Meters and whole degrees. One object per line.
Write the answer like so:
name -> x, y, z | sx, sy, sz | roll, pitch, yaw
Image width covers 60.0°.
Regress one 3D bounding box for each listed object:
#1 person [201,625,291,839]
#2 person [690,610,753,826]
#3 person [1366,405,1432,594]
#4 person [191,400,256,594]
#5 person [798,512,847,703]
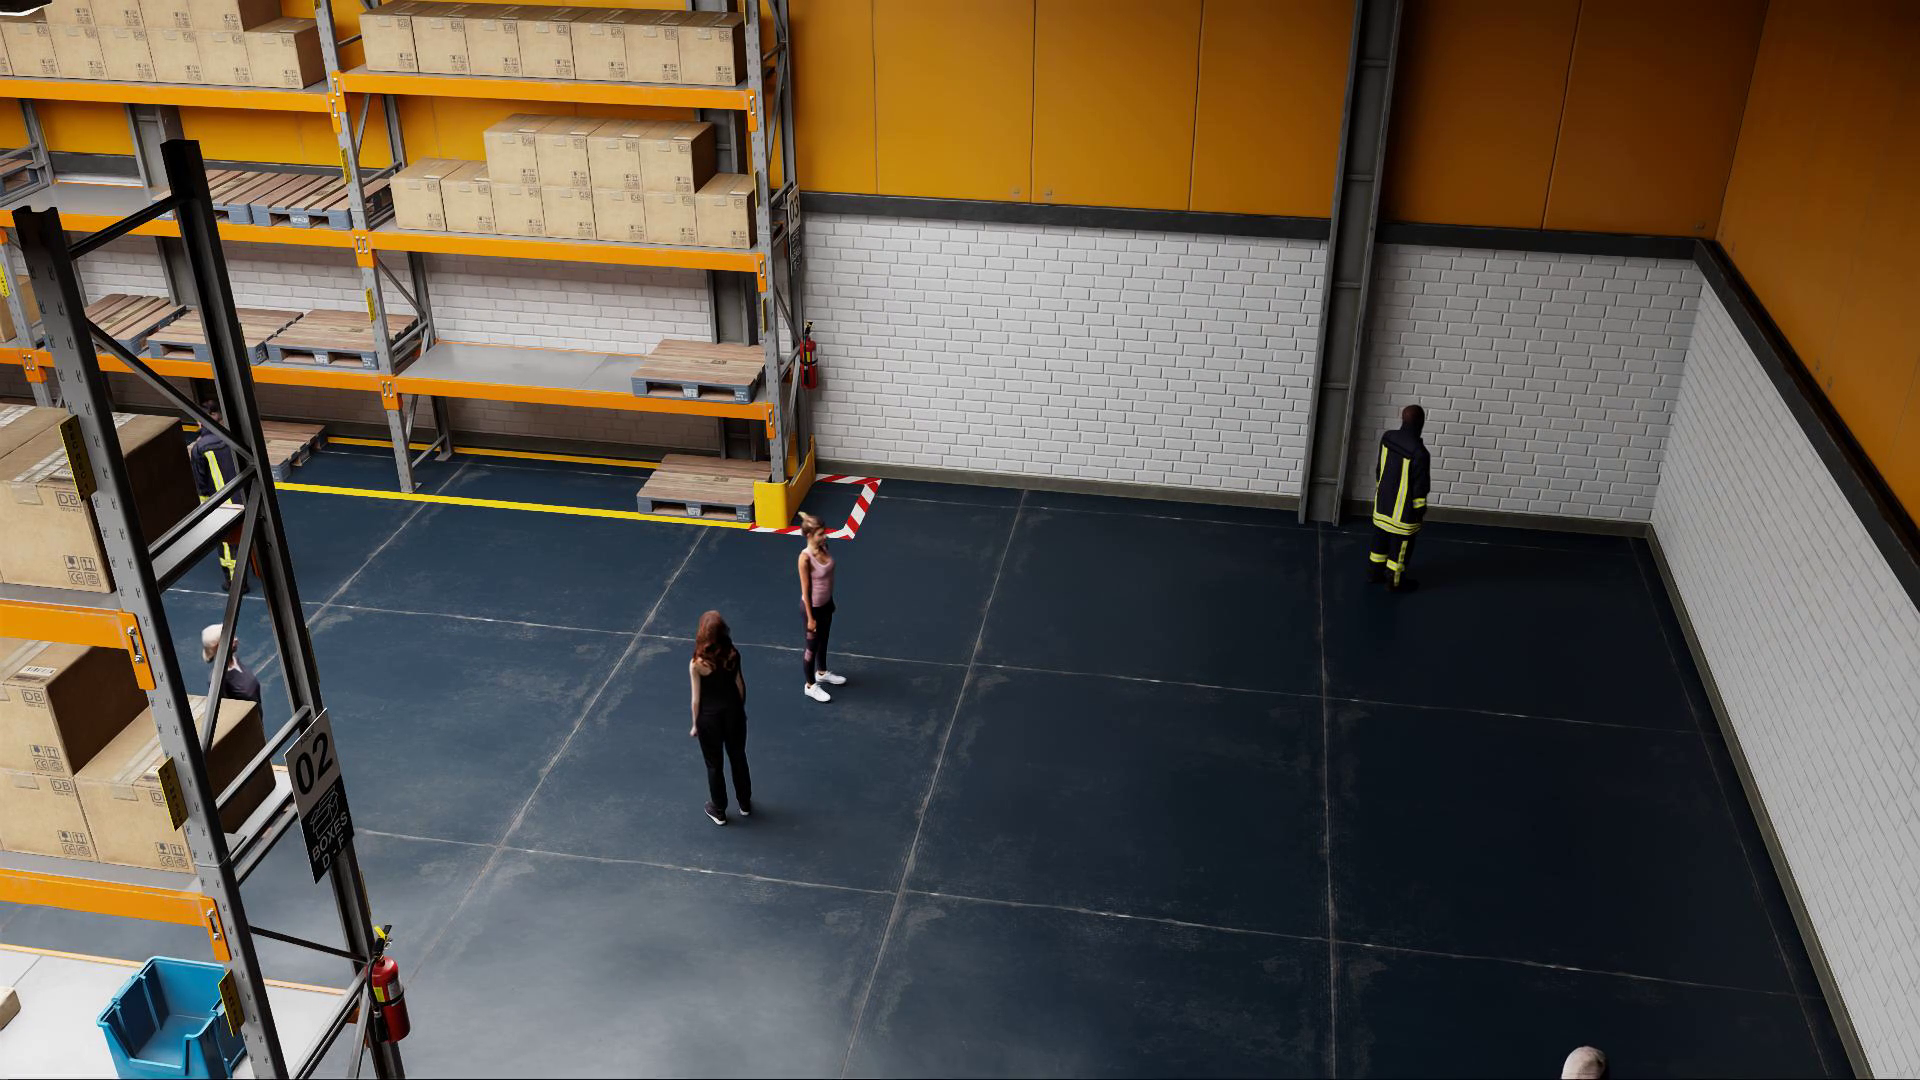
person -> -5.211, 1.355, 12.050 | 0.609, 1.724, 0.656 | -3, 29, -5
person -> -1.751, 1.291, 12.144 | 0.642, 1.746, 0.723 | -15, 32, -26
person -> 4.015, -0.397, 15.160 | 0.904, 1.821, 0.864 | -15, 32, -26
person -> -6.656, -0.412, 15.149 | 0.823, 1.859, 0.840 | 16, 32, 27
person -> -1.184, 0.516, 13.656 | 0.595, 1.659, 0.610 | 12, 31, 21
